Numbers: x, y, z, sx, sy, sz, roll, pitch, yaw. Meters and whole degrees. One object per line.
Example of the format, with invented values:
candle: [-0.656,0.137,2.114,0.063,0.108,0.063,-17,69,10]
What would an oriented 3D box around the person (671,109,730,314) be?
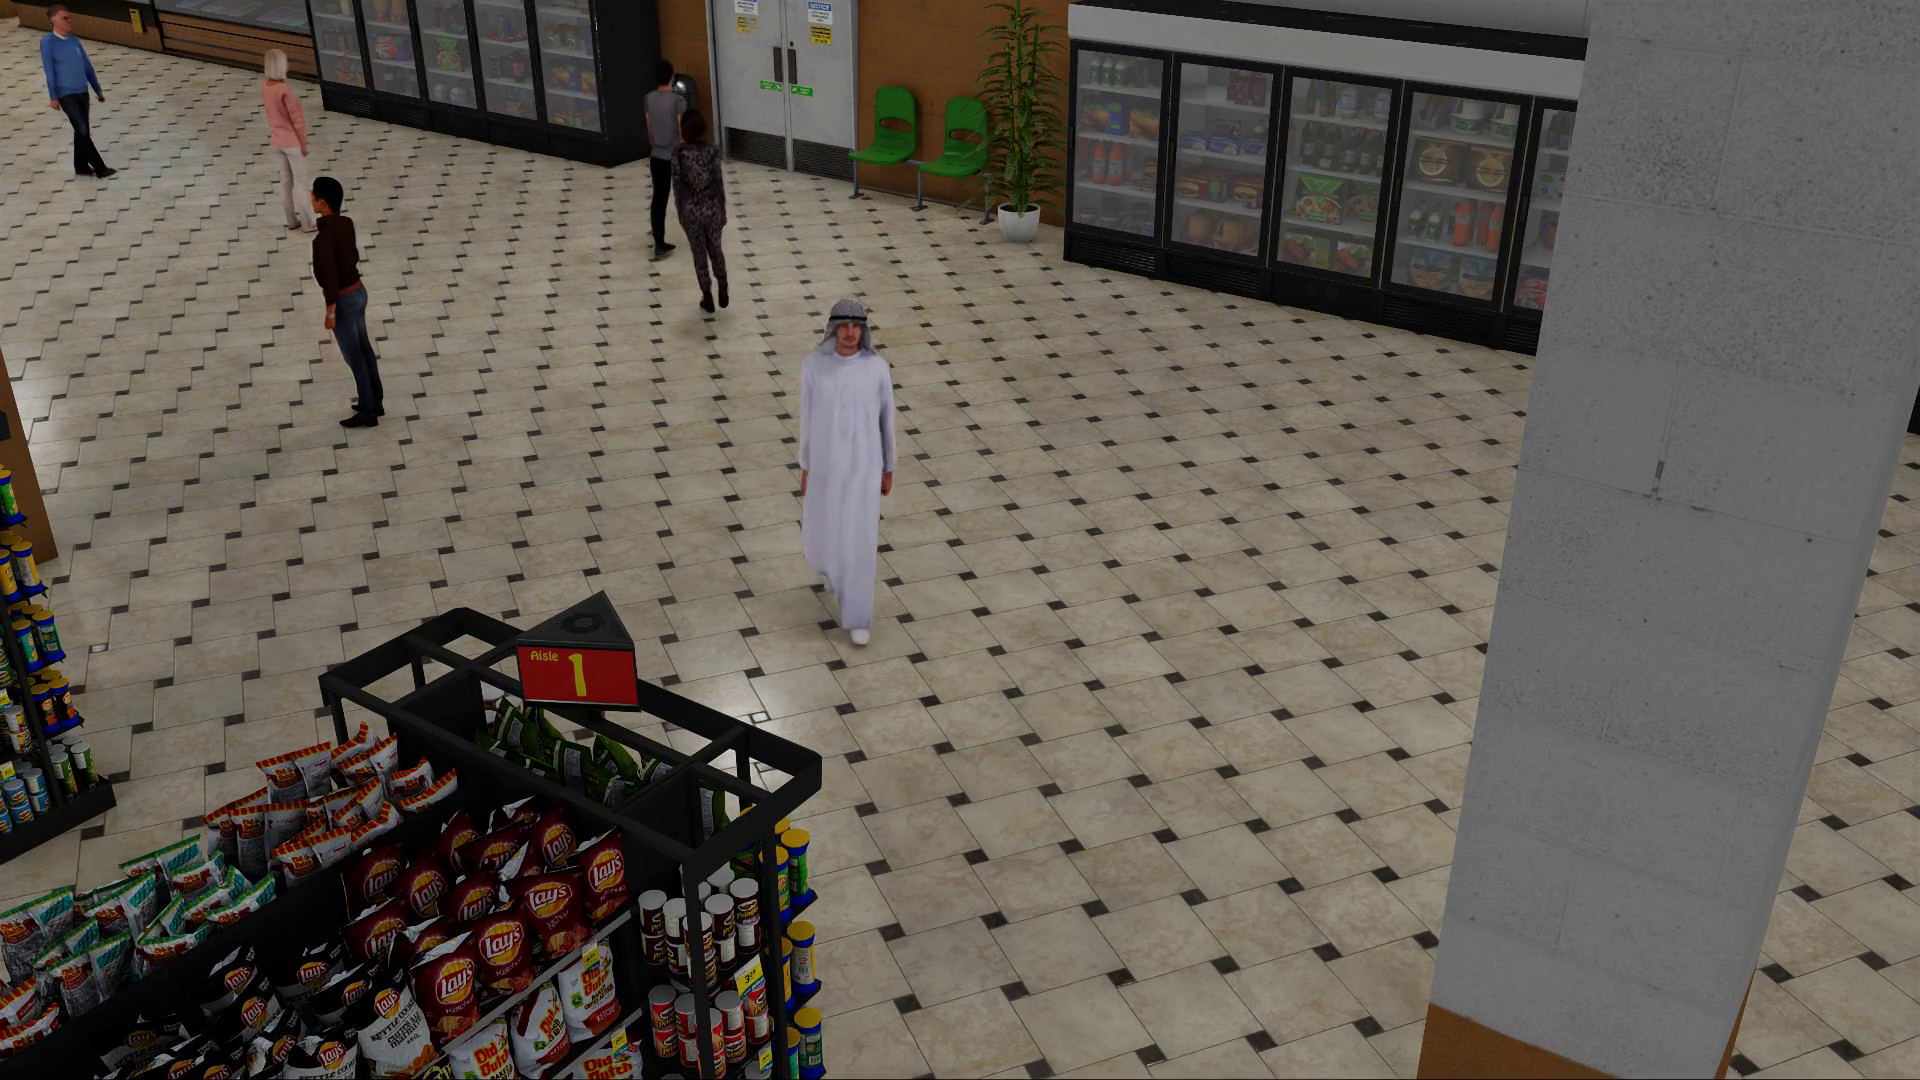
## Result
person: [-2.119,-2.662,13.689,0.847,1.703,0.873,-8,28,-16]

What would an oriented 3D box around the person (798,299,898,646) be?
person: [-0.628,-0.406,9.016,0.997,1.906,1.080,-2,27,-5]

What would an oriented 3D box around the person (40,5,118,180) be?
person: [-9.552,-4.788,17.779,0.923,1.795,0.949,8,28,16]

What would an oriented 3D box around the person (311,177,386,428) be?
person: [-4.286,-1.663,11.632,0.780,1.782,0.661,1,27,2]

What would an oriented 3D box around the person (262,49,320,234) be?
person: [-6.453,-3.834,15.975,0.589,1.725,0.502,17,32,30]
